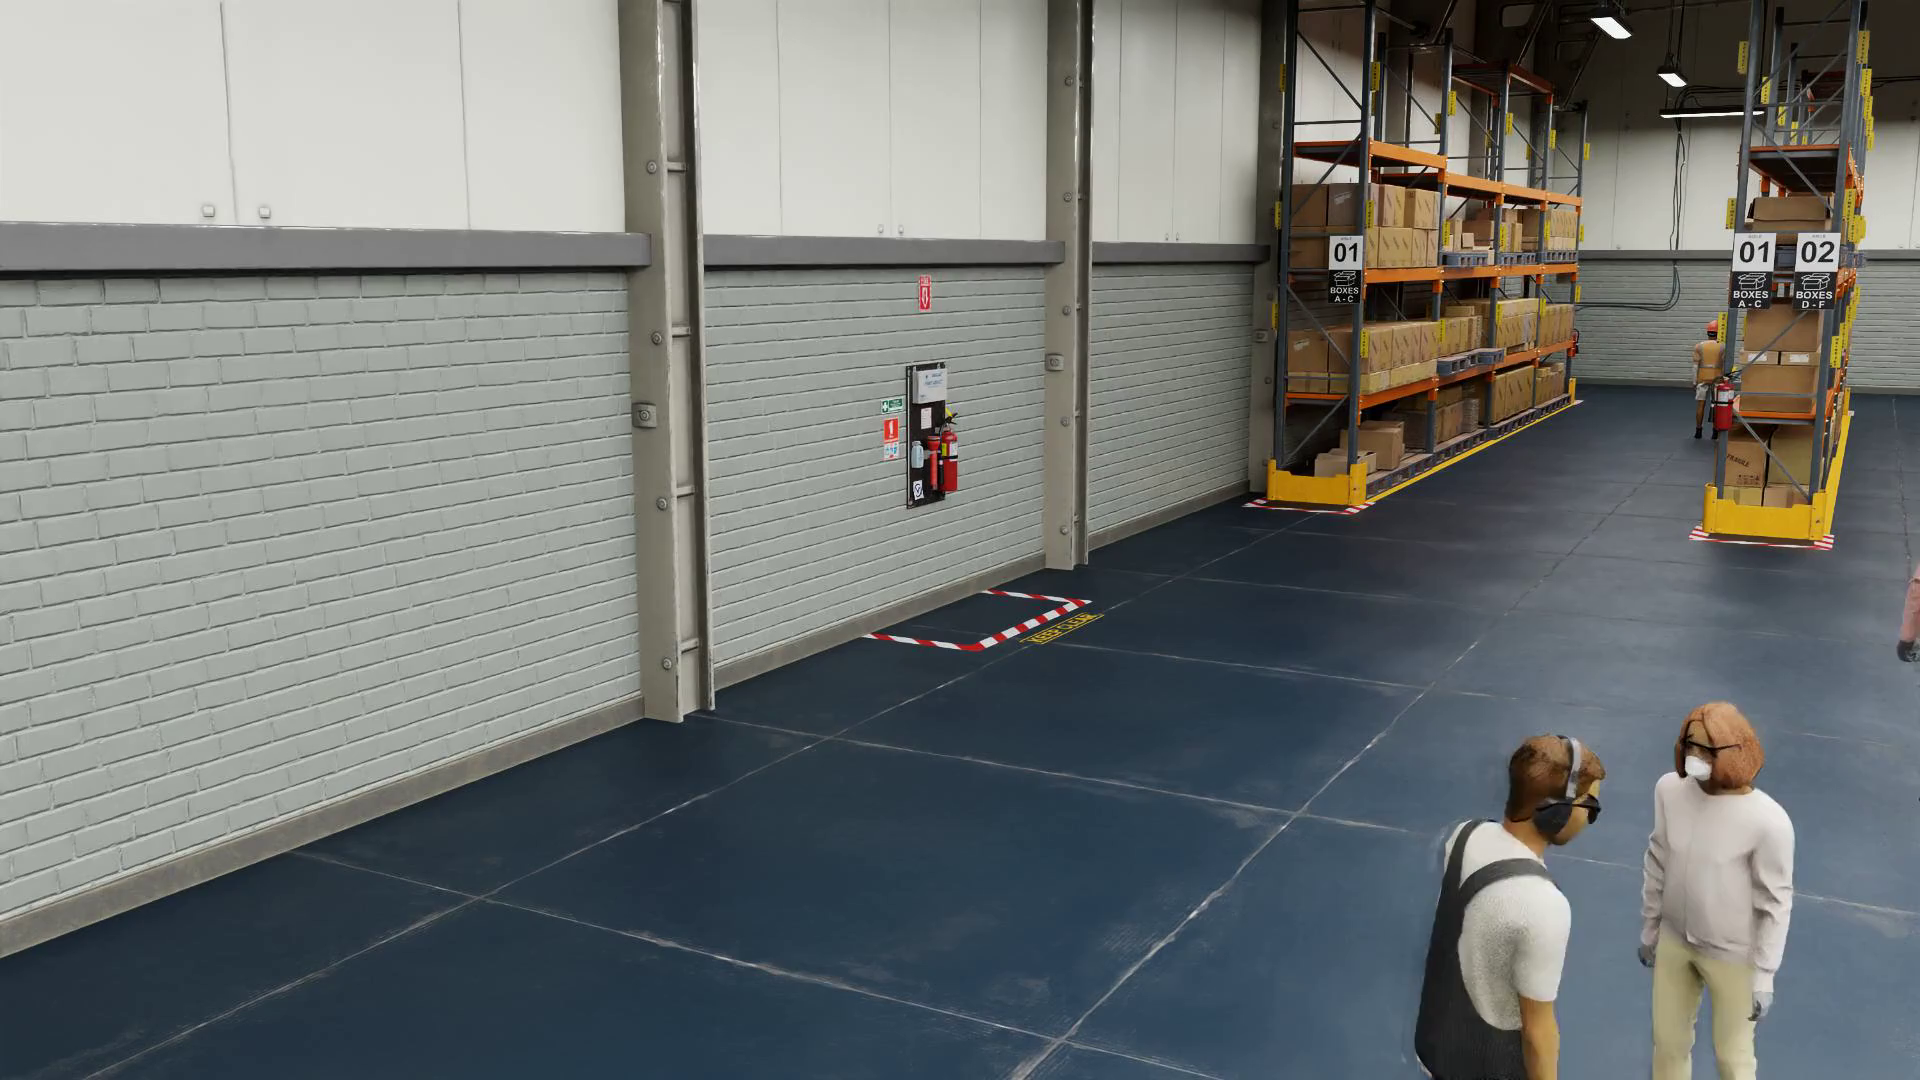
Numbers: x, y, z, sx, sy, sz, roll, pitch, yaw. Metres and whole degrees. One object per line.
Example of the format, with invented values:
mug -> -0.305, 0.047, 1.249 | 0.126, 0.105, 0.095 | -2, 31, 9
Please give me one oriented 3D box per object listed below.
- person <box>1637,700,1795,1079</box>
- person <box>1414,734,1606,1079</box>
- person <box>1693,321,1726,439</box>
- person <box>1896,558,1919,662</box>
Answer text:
person -> 2.354, 1.297, 5.243 | 0.285, 1.631, 0.508 | -5, 11, -28
person -> 1.332, 1.368, 4.286 | 0.520, 1.814, 0.567 | -1, 10, -7
person -> 12.310, -2.622, 27.289 | 0.542, 1.939, 0.362 | 6, 11, 30
person -> 5.314, 0.541, 8.924 | 0.664, 1.883, 0.668 | -3, 10, -16
